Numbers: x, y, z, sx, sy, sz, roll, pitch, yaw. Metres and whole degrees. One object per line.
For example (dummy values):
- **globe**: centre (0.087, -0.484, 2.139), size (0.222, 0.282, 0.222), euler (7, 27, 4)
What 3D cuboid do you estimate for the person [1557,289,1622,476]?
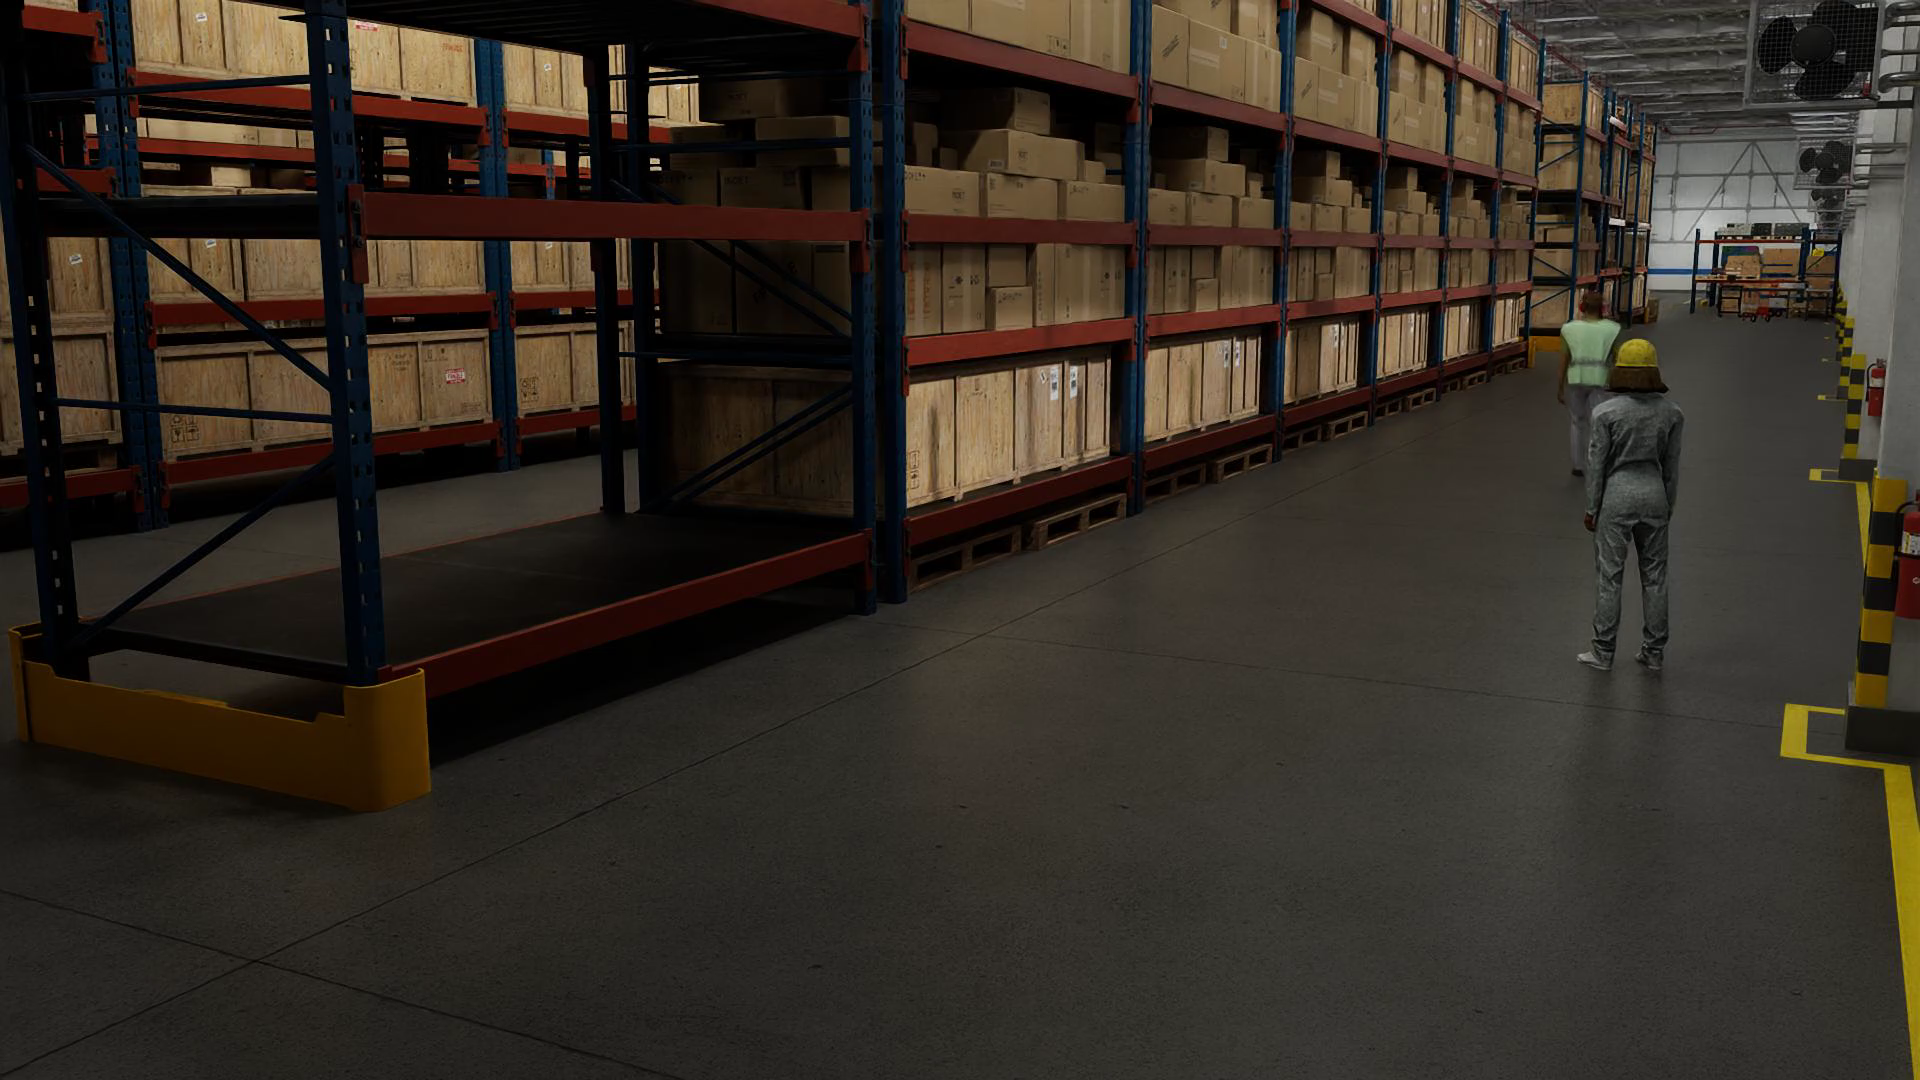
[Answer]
- **person**: centre (6.062, -1.496, 16.040), size (0.582, 1.828, 0.664), euler (3, 10, 17)

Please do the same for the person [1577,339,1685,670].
- **person**: centre (3.513, -0.183, 8.732), size (0.483, 1.735, 0.340), euler (0, 10, -2)
